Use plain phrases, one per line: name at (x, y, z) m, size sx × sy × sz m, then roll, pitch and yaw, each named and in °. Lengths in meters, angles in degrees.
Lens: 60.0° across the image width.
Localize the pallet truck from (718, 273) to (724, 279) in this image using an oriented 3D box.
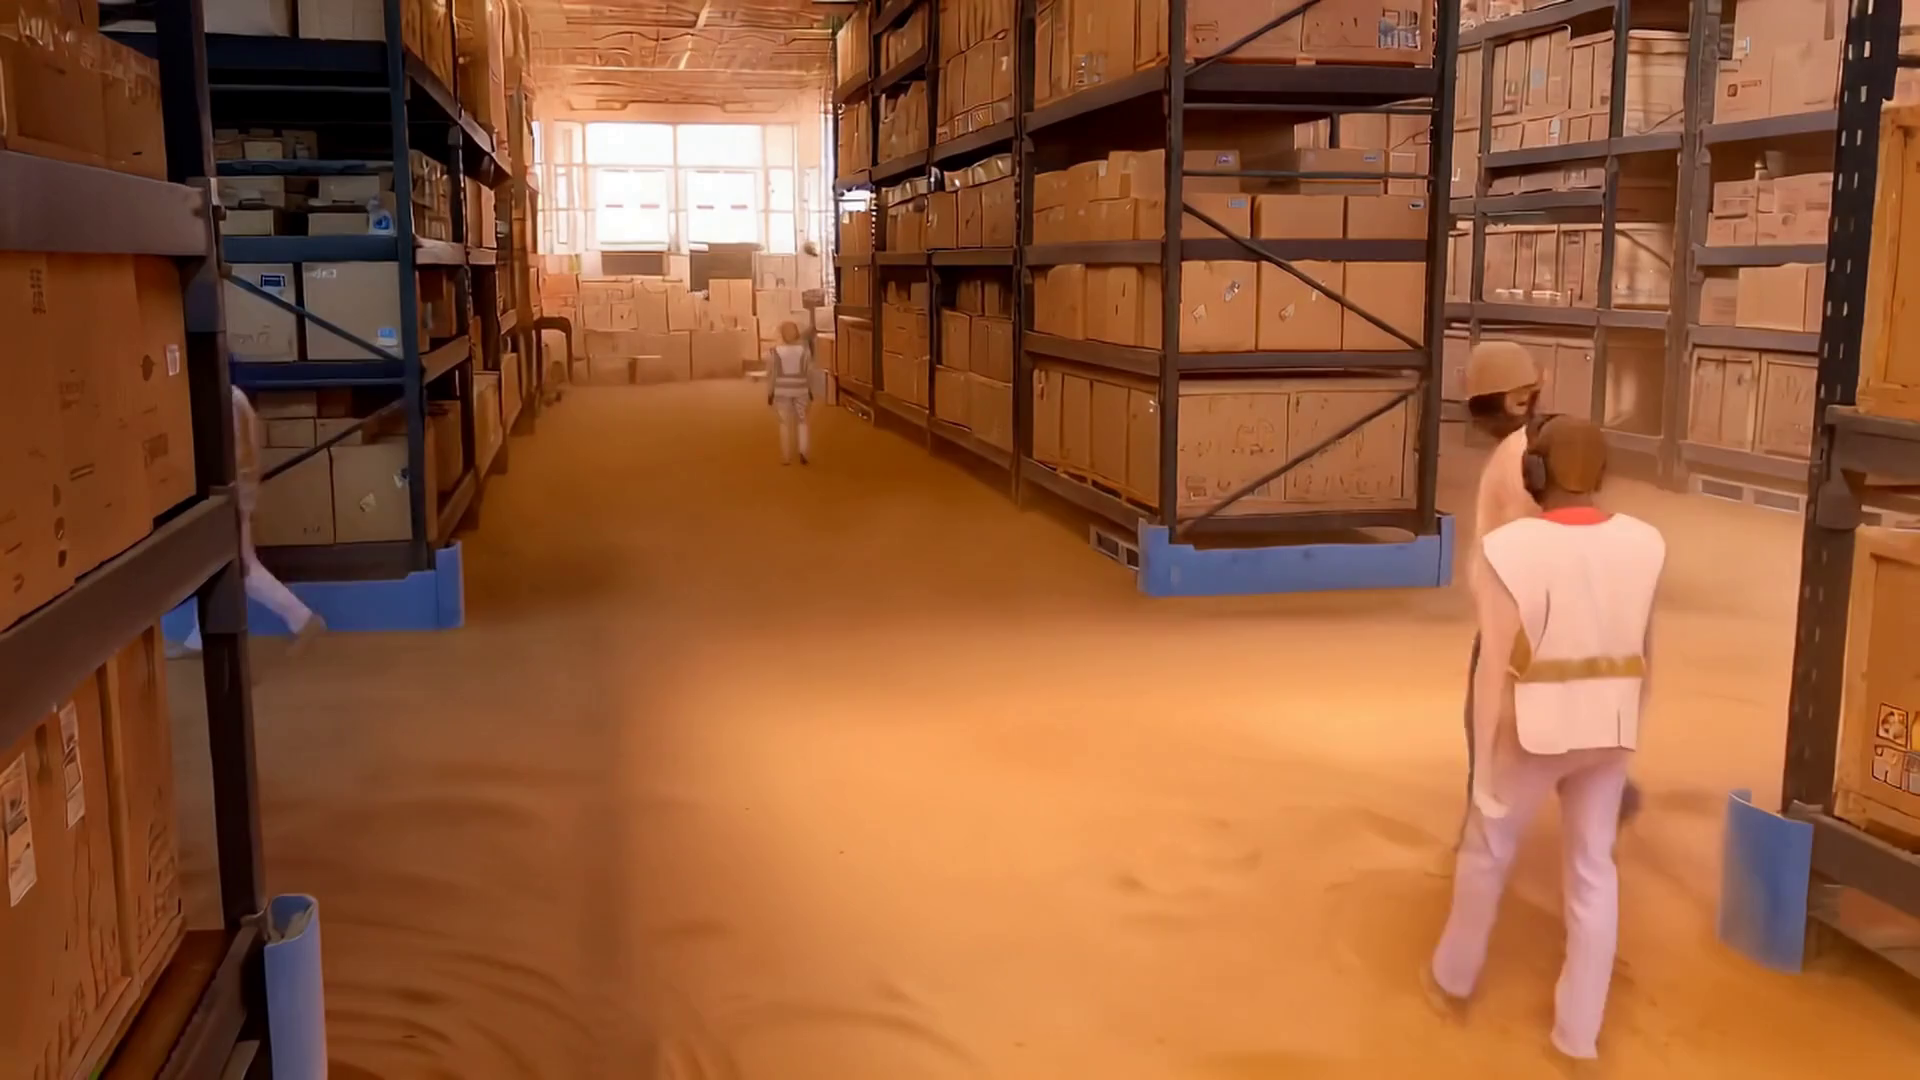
pallet truck at (-8.580, -8.986, 62.280) m, size 1.885 × 1.965 × 0.823 m, roll 1°, pitch 9°, yaw 5°

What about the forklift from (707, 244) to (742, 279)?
forklift at (-6.214, -6.448, 44.126) m, size 1.873 × 2.768 × 1.129 m, roll 9°, pitch 13°, yaw 44°

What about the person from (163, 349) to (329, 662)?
person at (-4.037, -0.201, 9.298) m, size 0.853 × 1.816 × 0.620 m, roll -3°, pitch 10°, yaw -17°

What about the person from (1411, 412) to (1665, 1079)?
person at (1.637, 0.545, 4.727) m, size 0.569 × 1.814 × 0.806 m, roll -1°, pitch 9°, yaw -9°

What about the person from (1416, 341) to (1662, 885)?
person at (2.061, 0.289, 5.868) m, size 0.738 × 1.963 × 0.654 m, roll 0°, pitch 9°, yaw 0°

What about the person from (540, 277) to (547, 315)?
person at (-14.014, -7.899, 55.884) m, size 0.430 × 1.925 × 0.635 m, roll -2°, pitch 10°, yaw -14°

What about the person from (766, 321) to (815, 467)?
person at (-1.874, -1.607, 18.423) m, size 0.530 × 1.624 × 0.450 m, roll -2°, pitch 9°, yaw -9°
